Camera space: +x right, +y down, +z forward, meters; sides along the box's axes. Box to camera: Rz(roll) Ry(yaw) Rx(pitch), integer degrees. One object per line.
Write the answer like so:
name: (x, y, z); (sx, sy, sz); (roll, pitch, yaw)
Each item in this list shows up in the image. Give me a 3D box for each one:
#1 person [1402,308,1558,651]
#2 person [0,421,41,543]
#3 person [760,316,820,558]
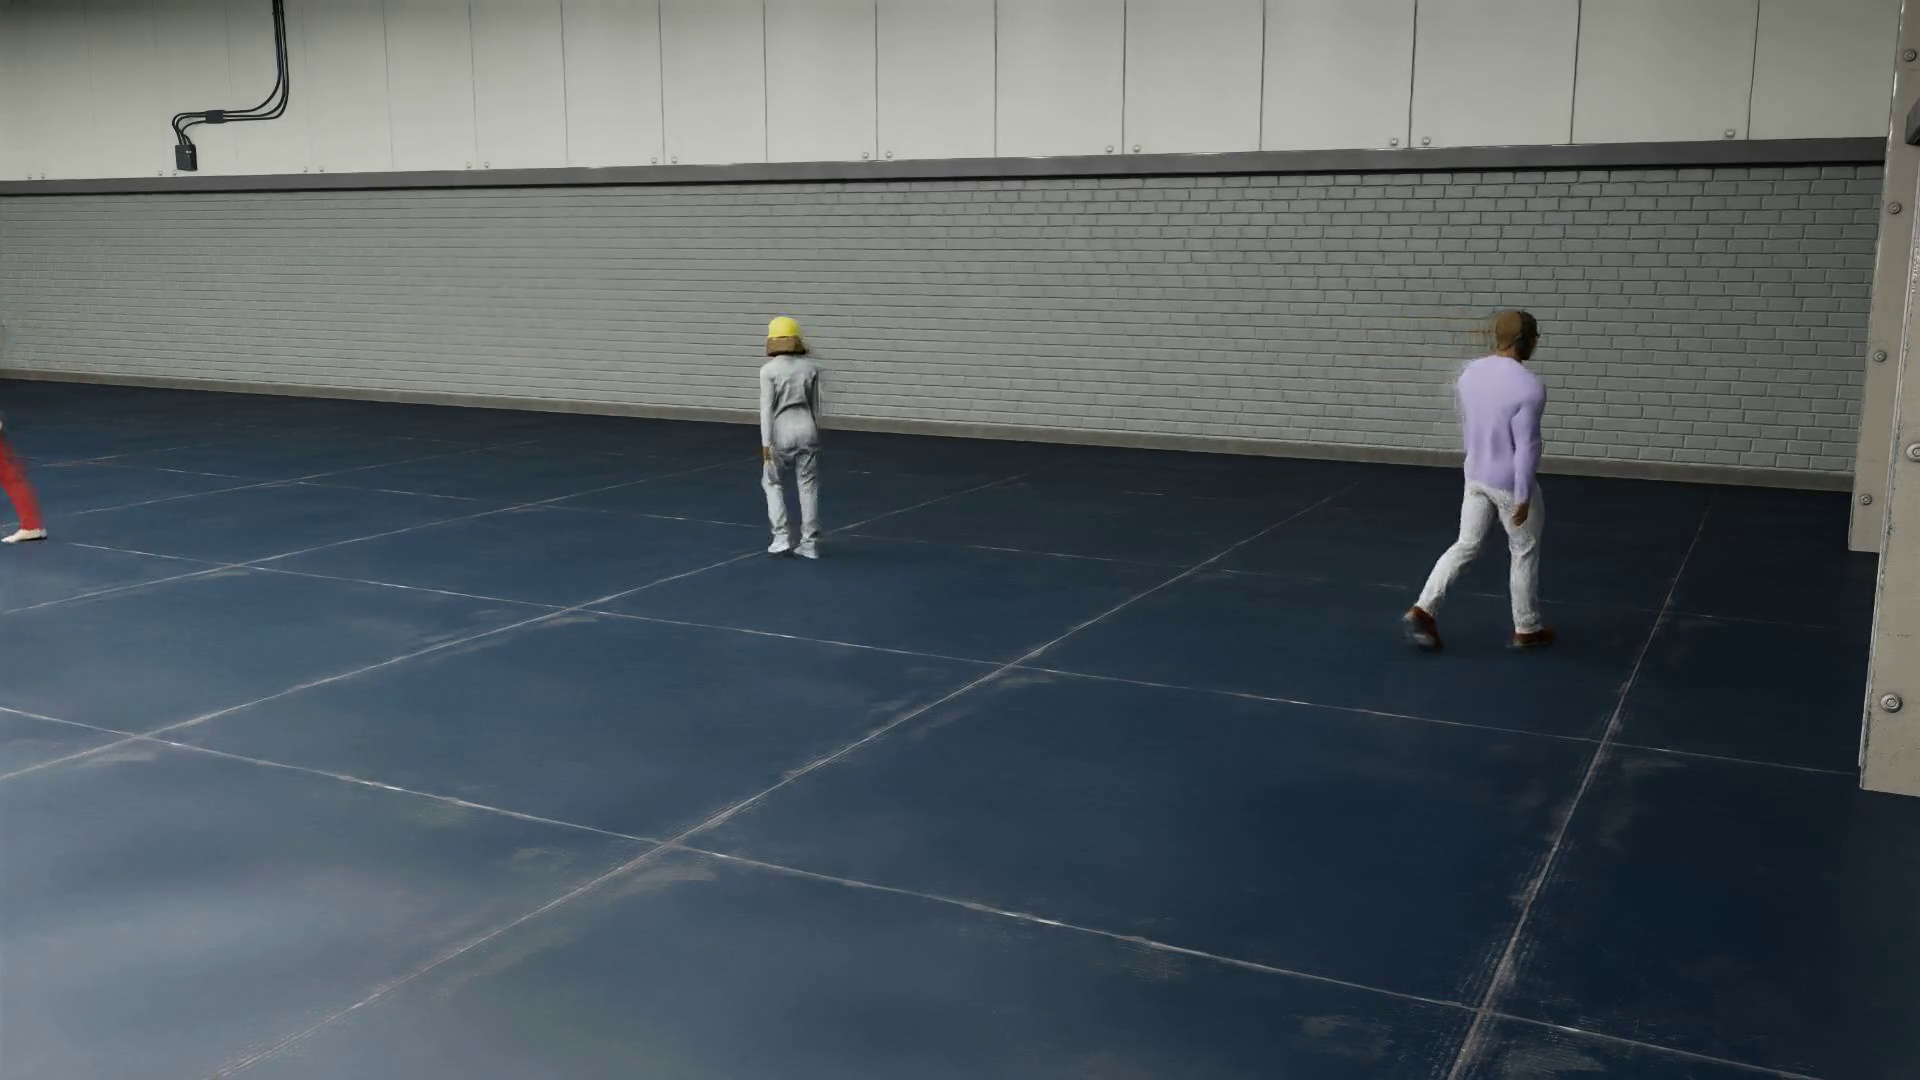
person: (2.915, -0.314, 9.117); (0.925, 1.913, 0.629); (-5, 12, -27)
person: (-7.304, -0.791, 12.230); (0.893, 1.718, 0.545); (-5, 12, -27)
person: (-1.216, -0.727, 11.885); (0.516, 1.723, 0.503); (-7, 12, -32)
